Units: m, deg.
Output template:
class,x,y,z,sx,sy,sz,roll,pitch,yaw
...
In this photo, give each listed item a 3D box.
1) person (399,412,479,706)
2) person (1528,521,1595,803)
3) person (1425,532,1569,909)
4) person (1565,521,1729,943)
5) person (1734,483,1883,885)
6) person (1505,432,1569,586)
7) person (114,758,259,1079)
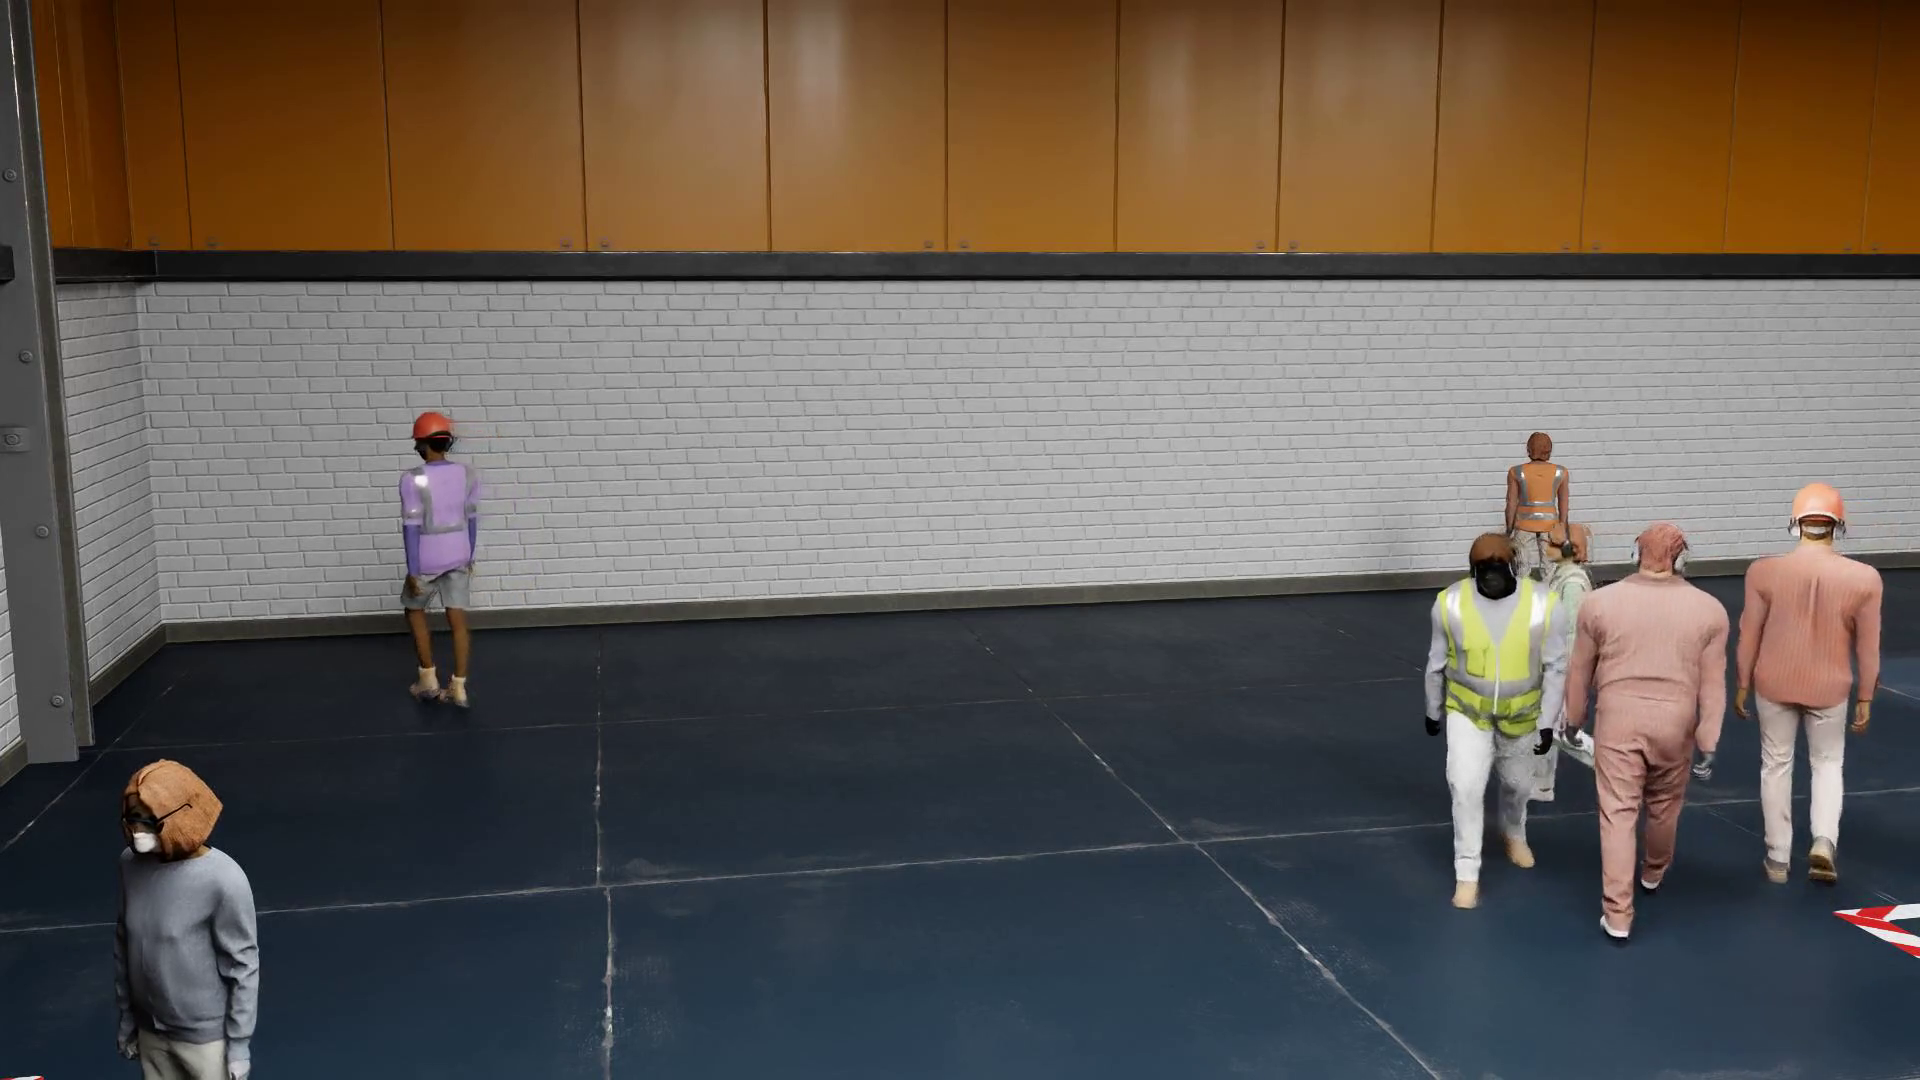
class,x,y,z,sx,sy,sz,roll,pitch,yaw
person,-3.622,0.125,11.469,0.694,2.016,0.625,8,12,41
person,3.384,0.701,9.174,0.553,1.620,0.525,2,10,11
person,2.584,0.807,8.061,0.643,1.795,0.864,3,10,17
person,3.131,0.835,7.659,0.653,1.848,1.009,3,10,17
person,4.073,0.714,8.023,0.625,1.975,0.548,4,10,23
person,4.809,-0.080,13.886,0.513,1.641,0.307,1,9,9
person,-2.220,1.418,4.772,0.499,1.633,0.283,4,10,23
